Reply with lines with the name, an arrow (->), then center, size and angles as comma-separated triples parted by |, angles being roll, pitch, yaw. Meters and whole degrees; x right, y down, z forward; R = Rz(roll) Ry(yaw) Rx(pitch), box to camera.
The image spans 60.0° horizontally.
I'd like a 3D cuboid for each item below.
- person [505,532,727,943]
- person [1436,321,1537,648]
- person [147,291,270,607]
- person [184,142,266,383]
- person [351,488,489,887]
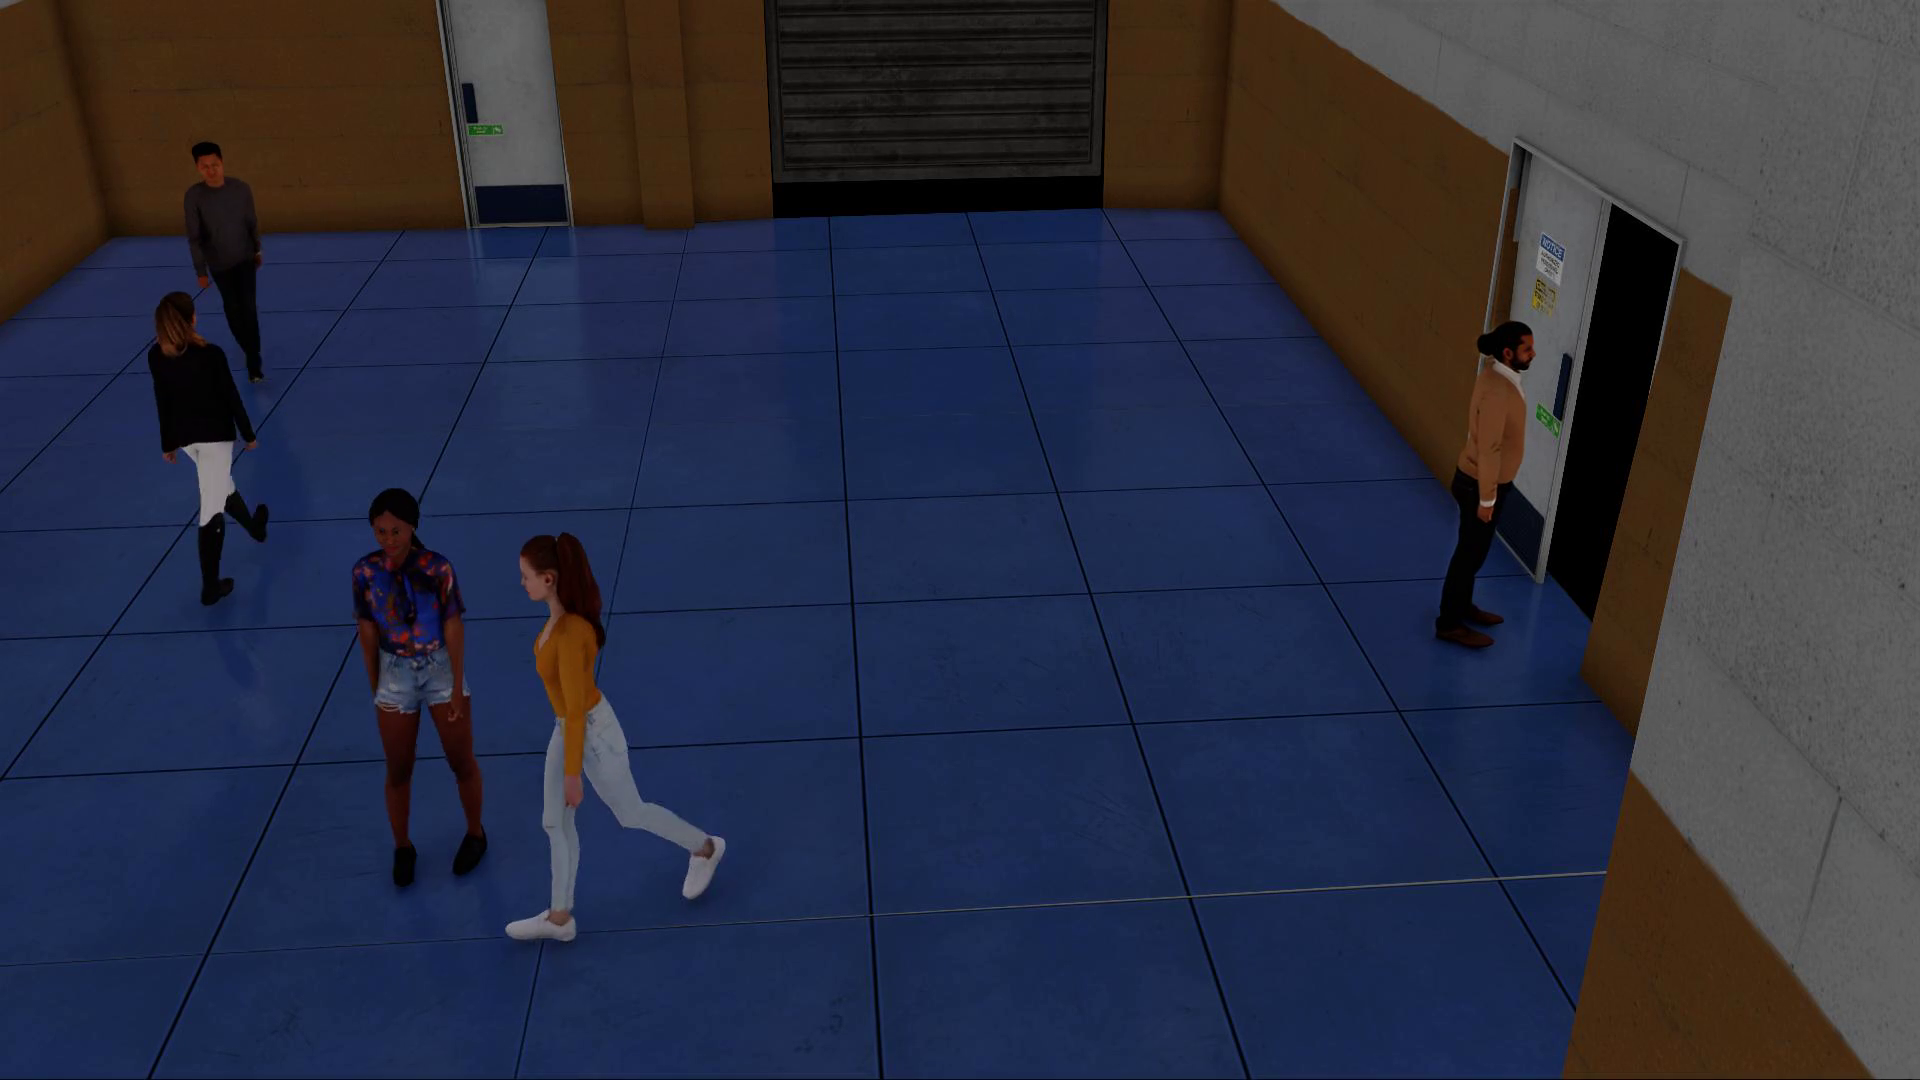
person -> -1.366, 0.777, 6.495 | 1.226, 1.716, 0.866 | -12, 29, -22
person -> 2.705, -0.300, 8.571 | 0.739, 1.753, 0.737 | 9, 28, 18
person -> -4.084, -0.449, 8.931 | 1.124, 1.683, 0.798 | 2, 27, 5
person -> -5.275, -2.032, 12.050 | 1.038, 1.702, 1.229 | 20, 33, 34
person -> -2.176, 0.575, 6.867 | 0.560, 1.739, 0.680 | -2, 27, -5
